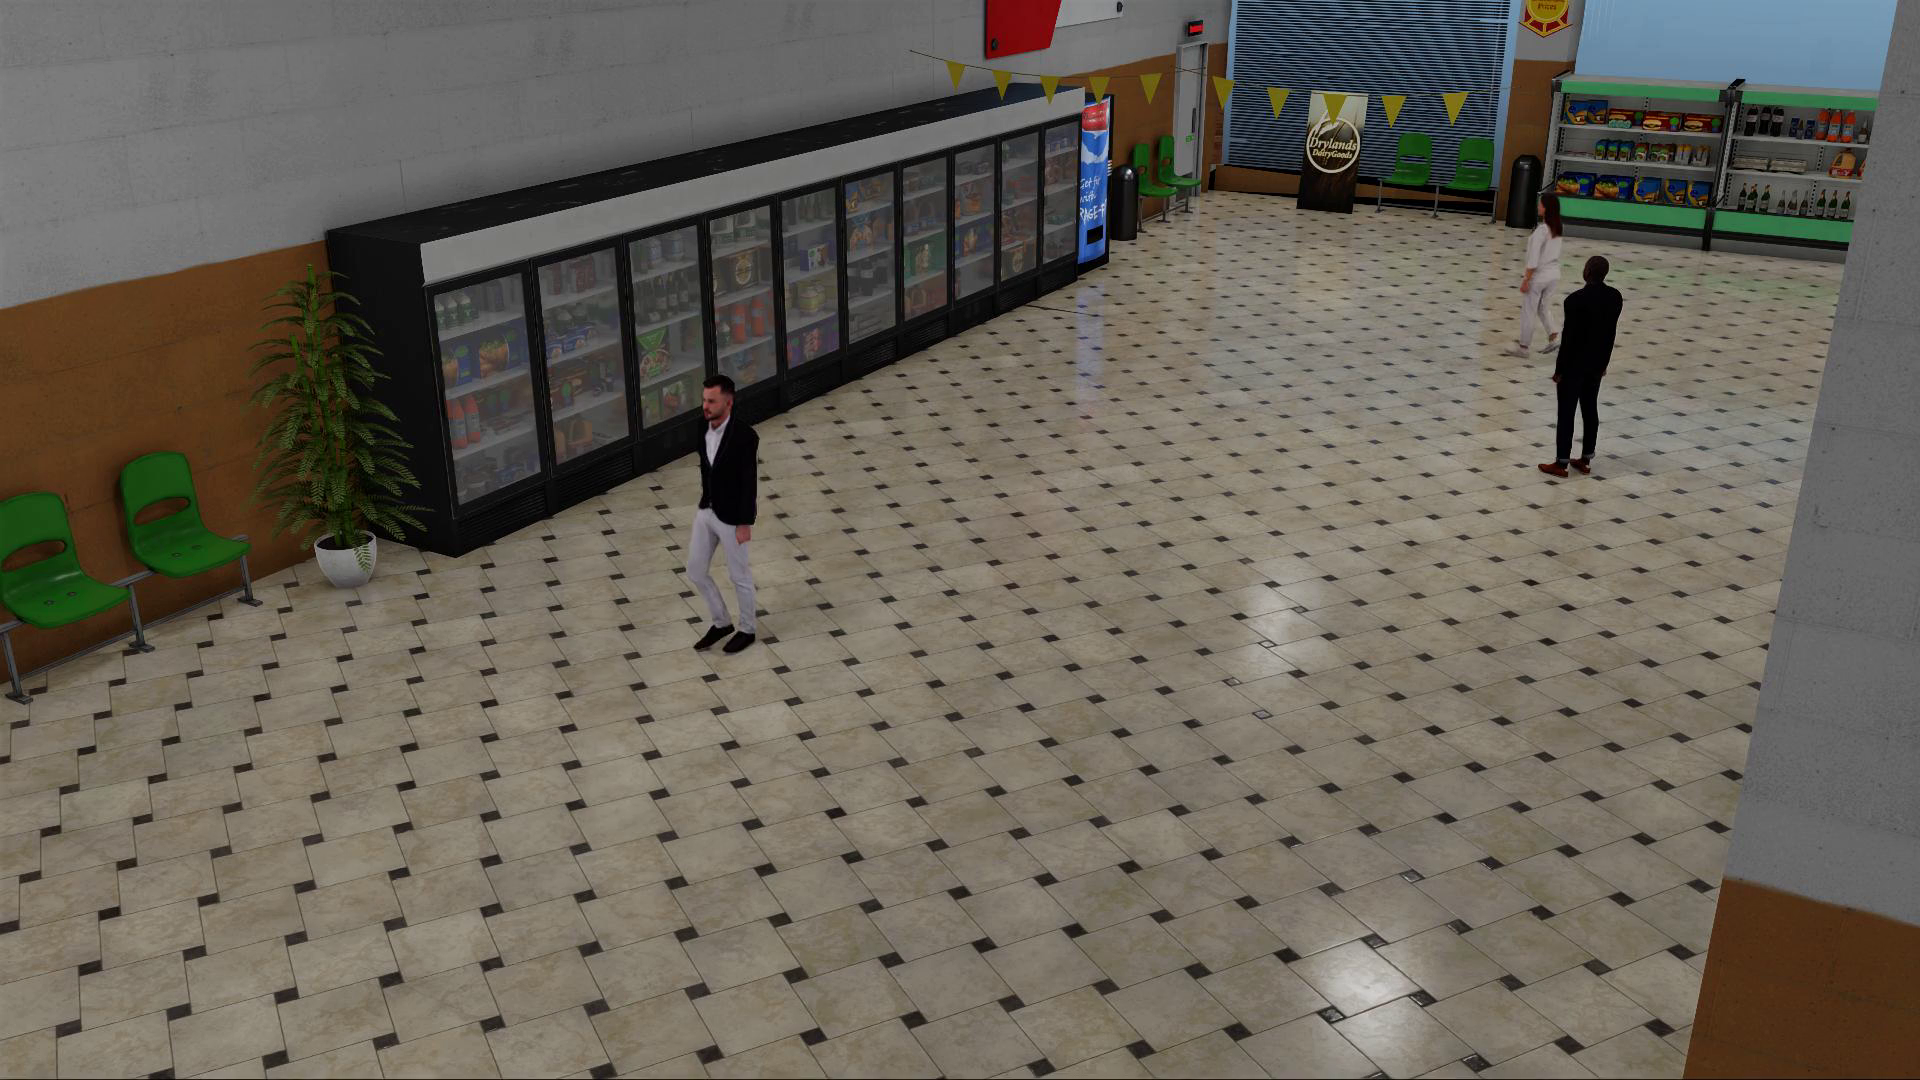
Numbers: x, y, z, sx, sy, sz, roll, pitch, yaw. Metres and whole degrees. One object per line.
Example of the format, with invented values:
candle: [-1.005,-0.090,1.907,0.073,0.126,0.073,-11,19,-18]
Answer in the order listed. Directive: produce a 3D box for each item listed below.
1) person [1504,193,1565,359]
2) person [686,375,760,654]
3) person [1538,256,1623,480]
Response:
person: [5.907,-2.645,16.745,0.788,1.681,0.885,-17,28,-37]
person: [-1.382,-0.175,10.397,0.654,1.830,0.813,18,28,38]
person: [5.043,-1.404,13.471,0.785,1.818,0.819,-8,23,-19]
